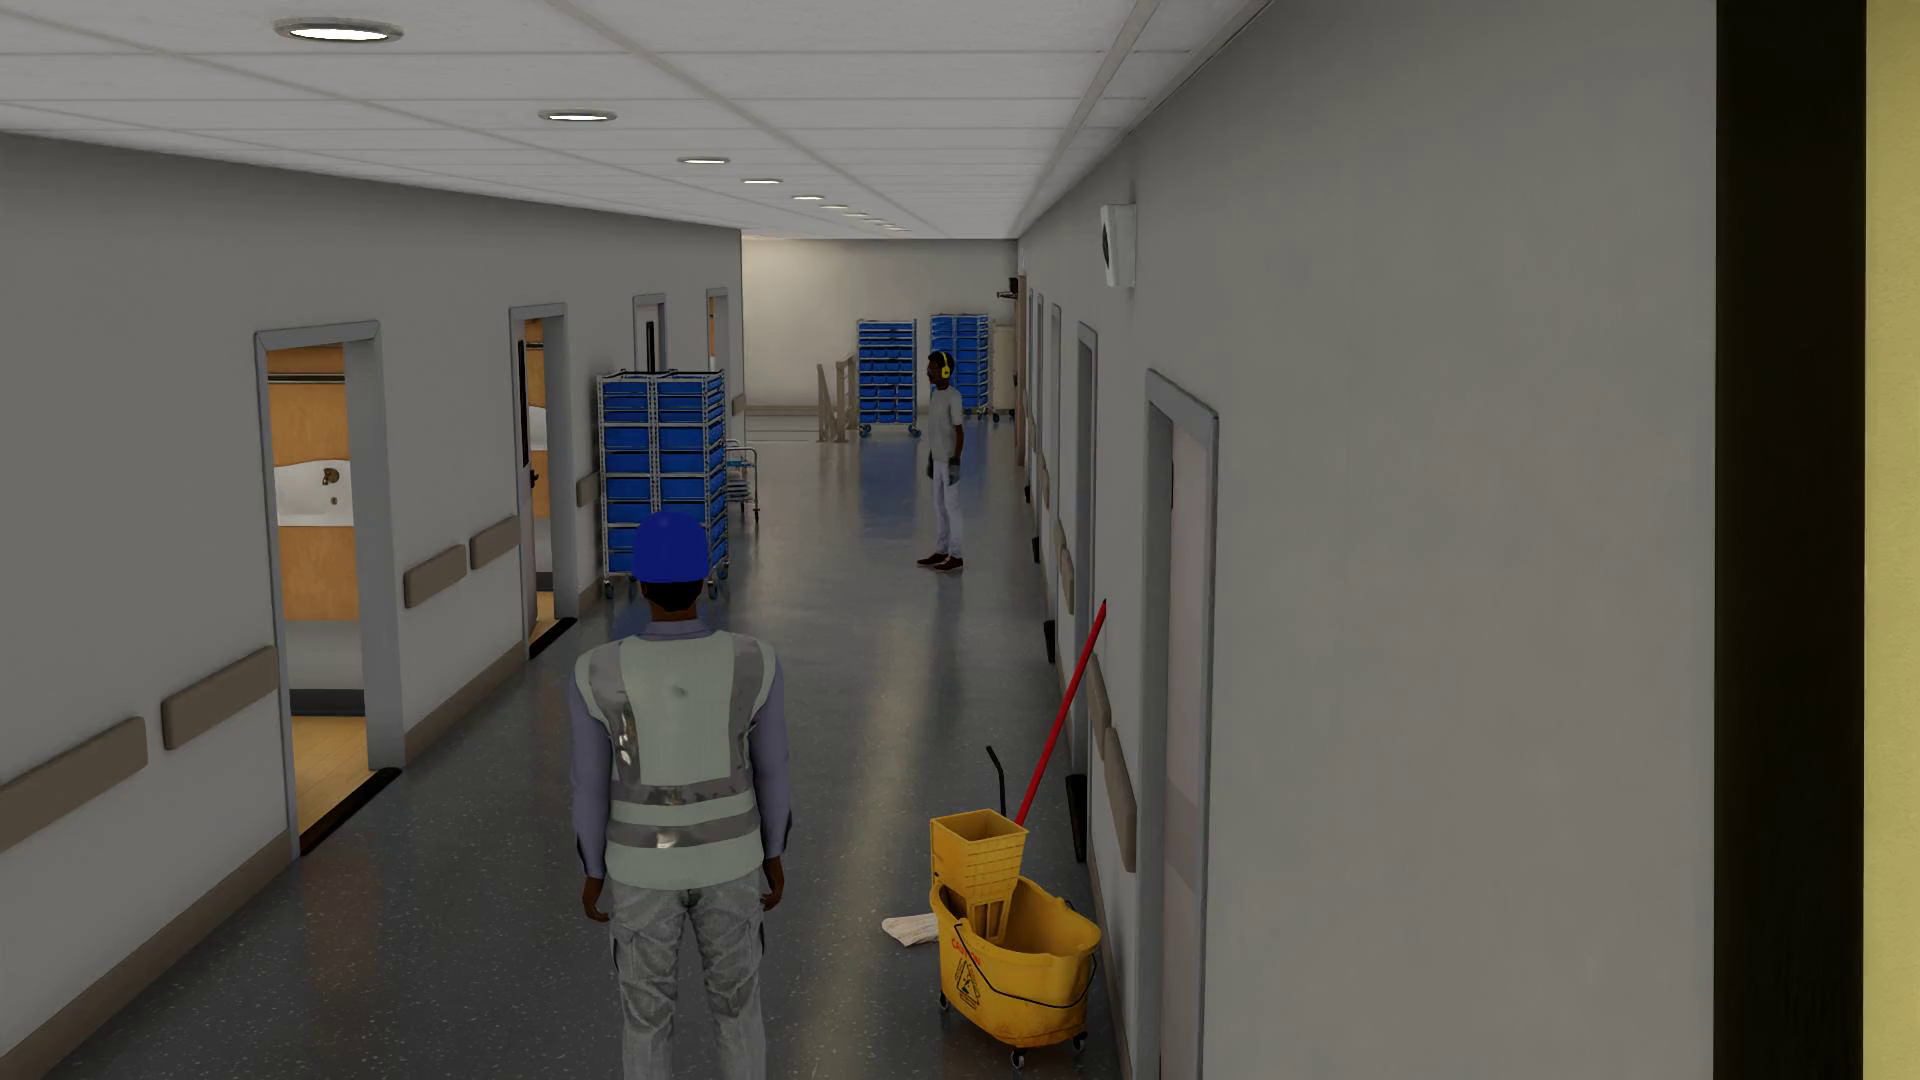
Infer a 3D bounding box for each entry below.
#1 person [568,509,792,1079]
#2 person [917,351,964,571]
[{"bbox_3d":[-0.772,0.882,4.653,0.605,1.951,0.381,-3,10,-15],"label":"person"},{"bbox_3d":[-0.144,-0.674,14.210,0.336,1.873,0.521,-4,10,-24],"label":"person"}]
